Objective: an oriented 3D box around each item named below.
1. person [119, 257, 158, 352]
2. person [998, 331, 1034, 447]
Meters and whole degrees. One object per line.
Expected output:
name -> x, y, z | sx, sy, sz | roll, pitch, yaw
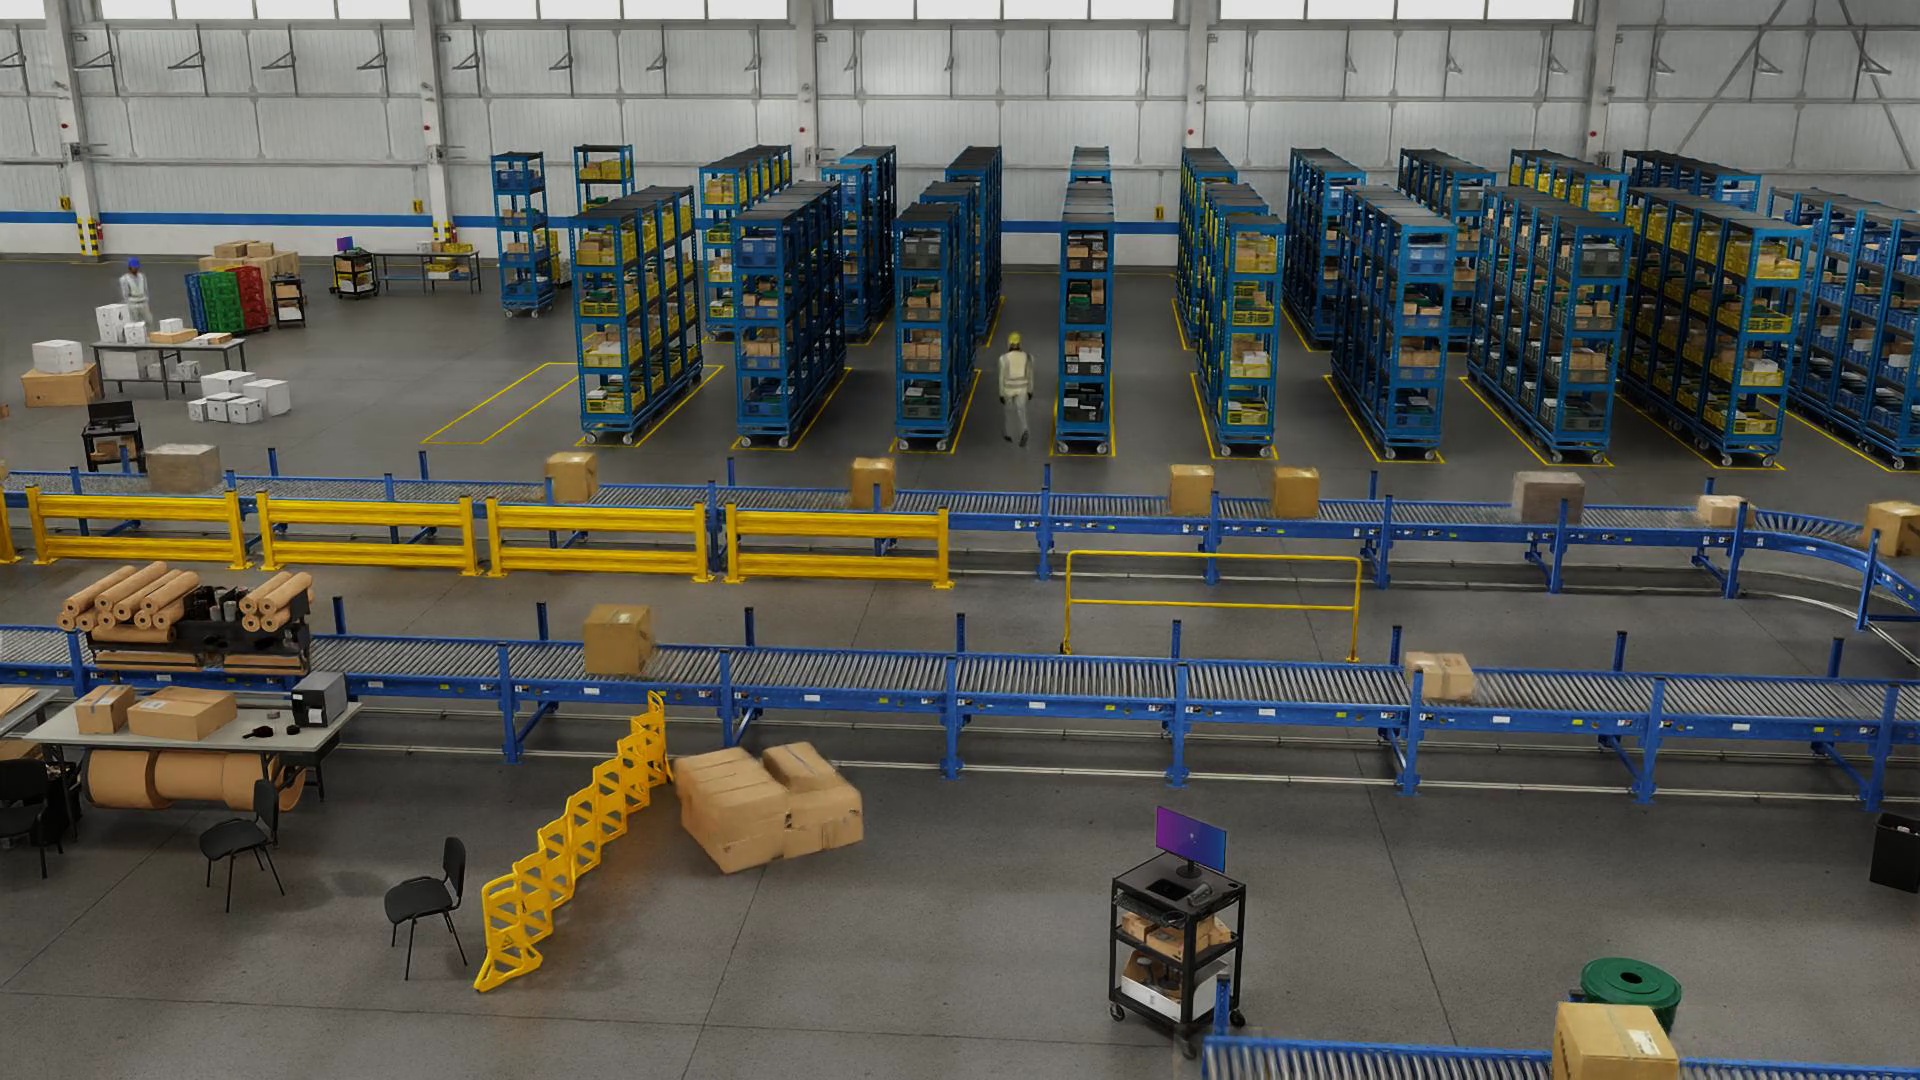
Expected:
person -> -16.428, -4.687, 33.293 | 0.765, 1.911, 0.600 | 12, 21, 34
person -> 0.888, -2.355, 26.096 | 0.590, 1.807, 0.787 | -4, 18, -12
